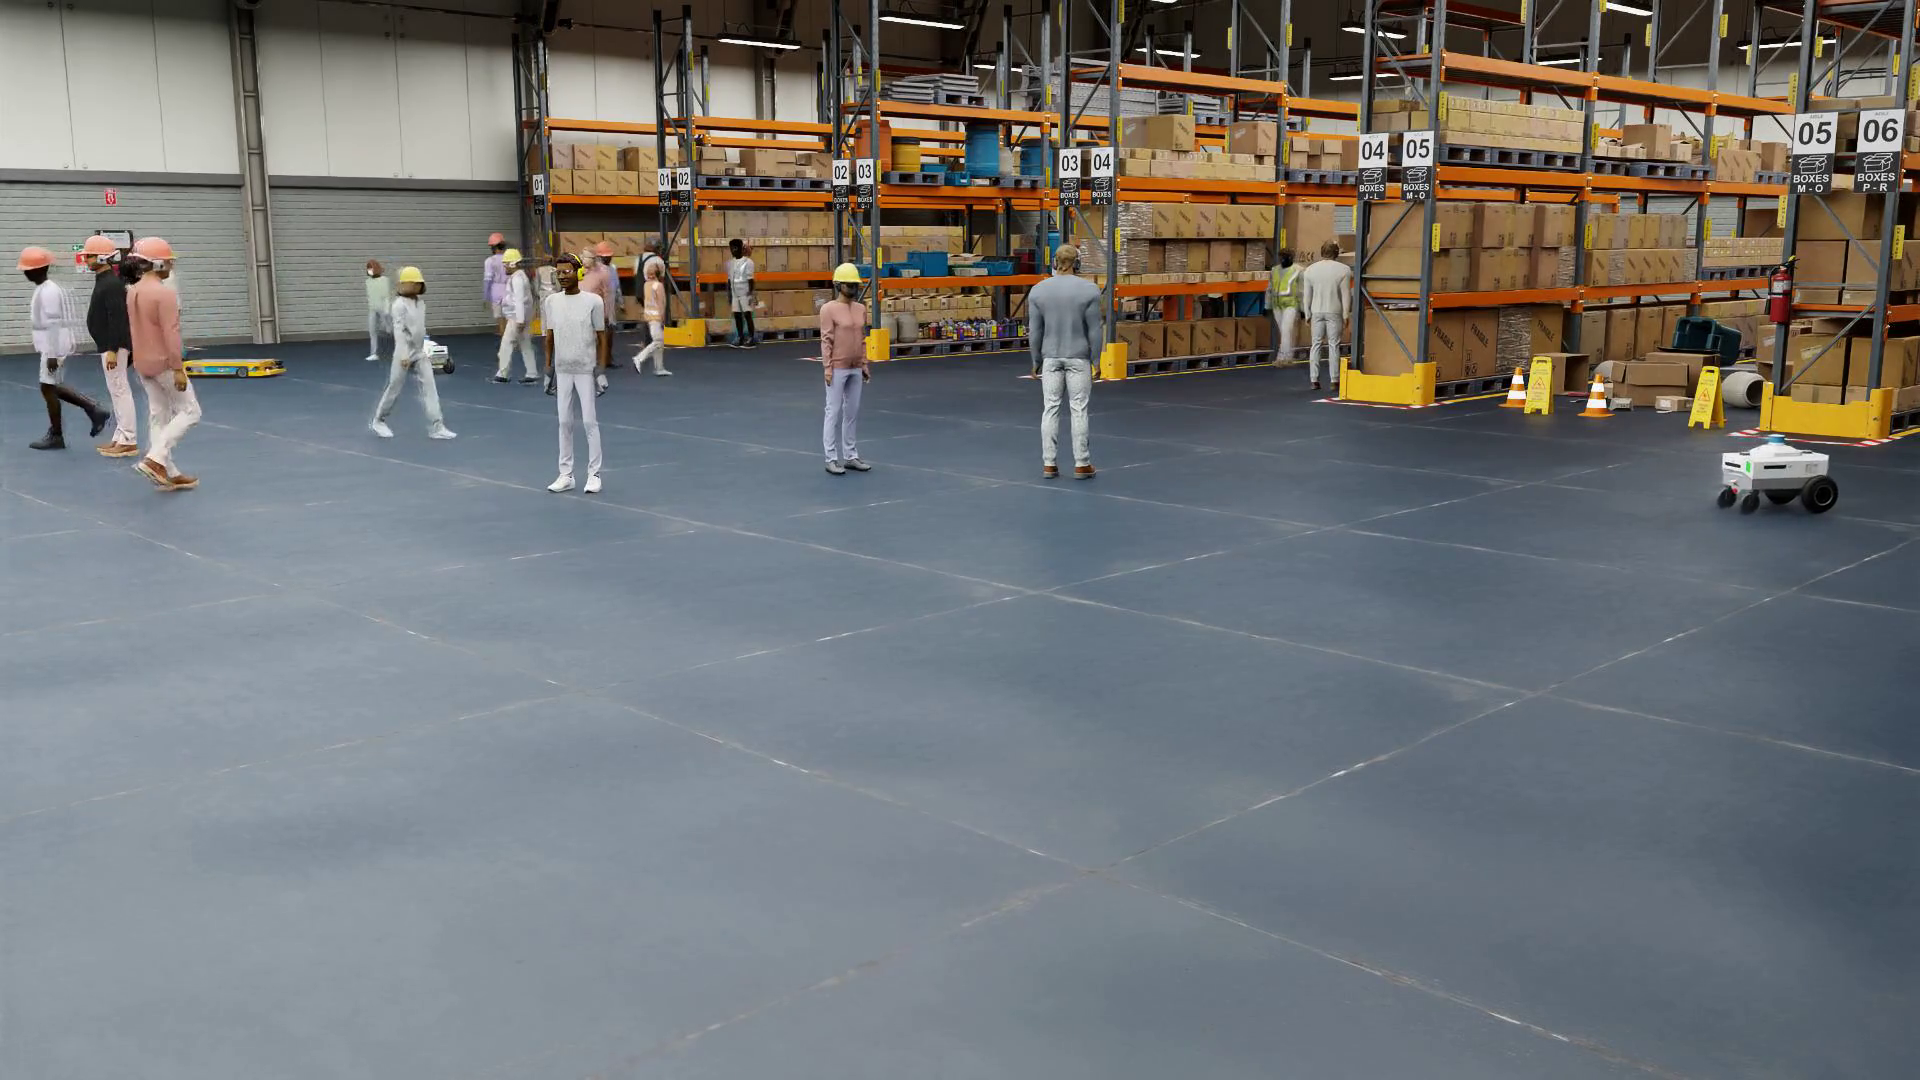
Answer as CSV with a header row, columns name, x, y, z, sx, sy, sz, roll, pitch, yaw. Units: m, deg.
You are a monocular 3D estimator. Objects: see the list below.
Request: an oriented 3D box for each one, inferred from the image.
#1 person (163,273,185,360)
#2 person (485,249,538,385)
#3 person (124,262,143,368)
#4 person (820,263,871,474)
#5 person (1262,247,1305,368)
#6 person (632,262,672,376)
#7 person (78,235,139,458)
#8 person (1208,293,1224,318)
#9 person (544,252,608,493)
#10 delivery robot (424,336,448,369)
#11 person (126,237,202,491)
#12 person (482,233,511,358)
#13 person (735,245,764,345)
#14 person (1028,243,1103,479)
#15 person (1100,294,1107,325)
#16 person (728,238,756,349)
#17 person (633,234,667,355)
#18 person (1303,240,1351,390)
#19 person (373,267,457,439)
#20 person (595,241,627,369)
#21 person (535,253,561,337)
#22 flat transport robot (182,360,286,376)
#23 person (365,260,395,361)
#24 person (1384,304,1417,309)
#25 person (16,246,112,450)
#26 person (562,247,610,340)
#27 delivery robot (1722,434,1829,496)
name,x,y,z,sx,sy,sz,roll,pitch,yaw
person,-12.831,-3.728,26.578,0.850,1.725,0.552,1,10,4
person,-6.034,-2.961,22.208,0.783,1.803,0.631,-1,10,-7
person,-10.729,-2.771,21.584,0.843,1.661,0.529,1,10,6
person,-0.966,-1.455,14.109,0.308,1.770,0.522,9,13,39
person,4.857,-3.503,25.156,0.880,1.804,0.623,-9,14,-41
person,-4.403,-3.133,23.681,0.610,1.622,0.522,-7,13,-35
person,-7.749,-1.763,15.165,0.379,1.996,0.611,-6,12,-30
person,4.400,-4.125,28.061,0.392,1.990,0.611,-5,12,-27
person,-3.017,-1.307,13.022,0.533,1.869,0.311,2,11,11
delivery robot,-7.783,-2.738,24.274,0.707,0.478,0.477,10,14,43
person,-6.245,-1.365,13.016,0.638,1.983,0.440,7,13,35
person,-7.578,-4.005,27.304,0.576,2.025,0.634,7,12,33
person,-3.791,-4.414,30.114,0.788,1.807,0.610,-6,12,-31
person,0.879,-1.481,13.793,0.627,1.937,0.372,3,11,17
person,2.873,-5.362,35.366,0.608,1.789,0.933,7,13,34
person,-3.916,-4.398,29.664,0.609,1.954,0.396,9,14,40
person,-5.172,-4.132,28.076,0.582,2.000,0.715,-10,14,-43
person,4.783,-2.933,21.701,0.629,1.940,0.376,6,12,28
person,-5.503,-1.861,16.515,0.894,1.701,0.496,4,11,19
person,-5.310,-3.528,25.022,0.424,1.911,0.573,4,11,19
person,-8.103,-4.811,32.755,0.514,1.642,0.310,2,11,10
flat transport robot,-10.518,-2.475,23.868,1.431,0.197,0.652,-1,10,-3
person,-9.380,-3.744,27.029,0.509,1.605,0.743,4,11,21
person,6.807,-3.643,25.726,0.578,1.883,0.353,10,14,42
person,-8.484,-1.813,15.702,0.637,1.904,0.547,-7,12,-32
person,-5.374,-3.278,23.914,0.684,1.845,1.061,0,10,2
delivery robot,6.004,-0.534,12.257,0.707,0.478,0.477,-2,11,-11
